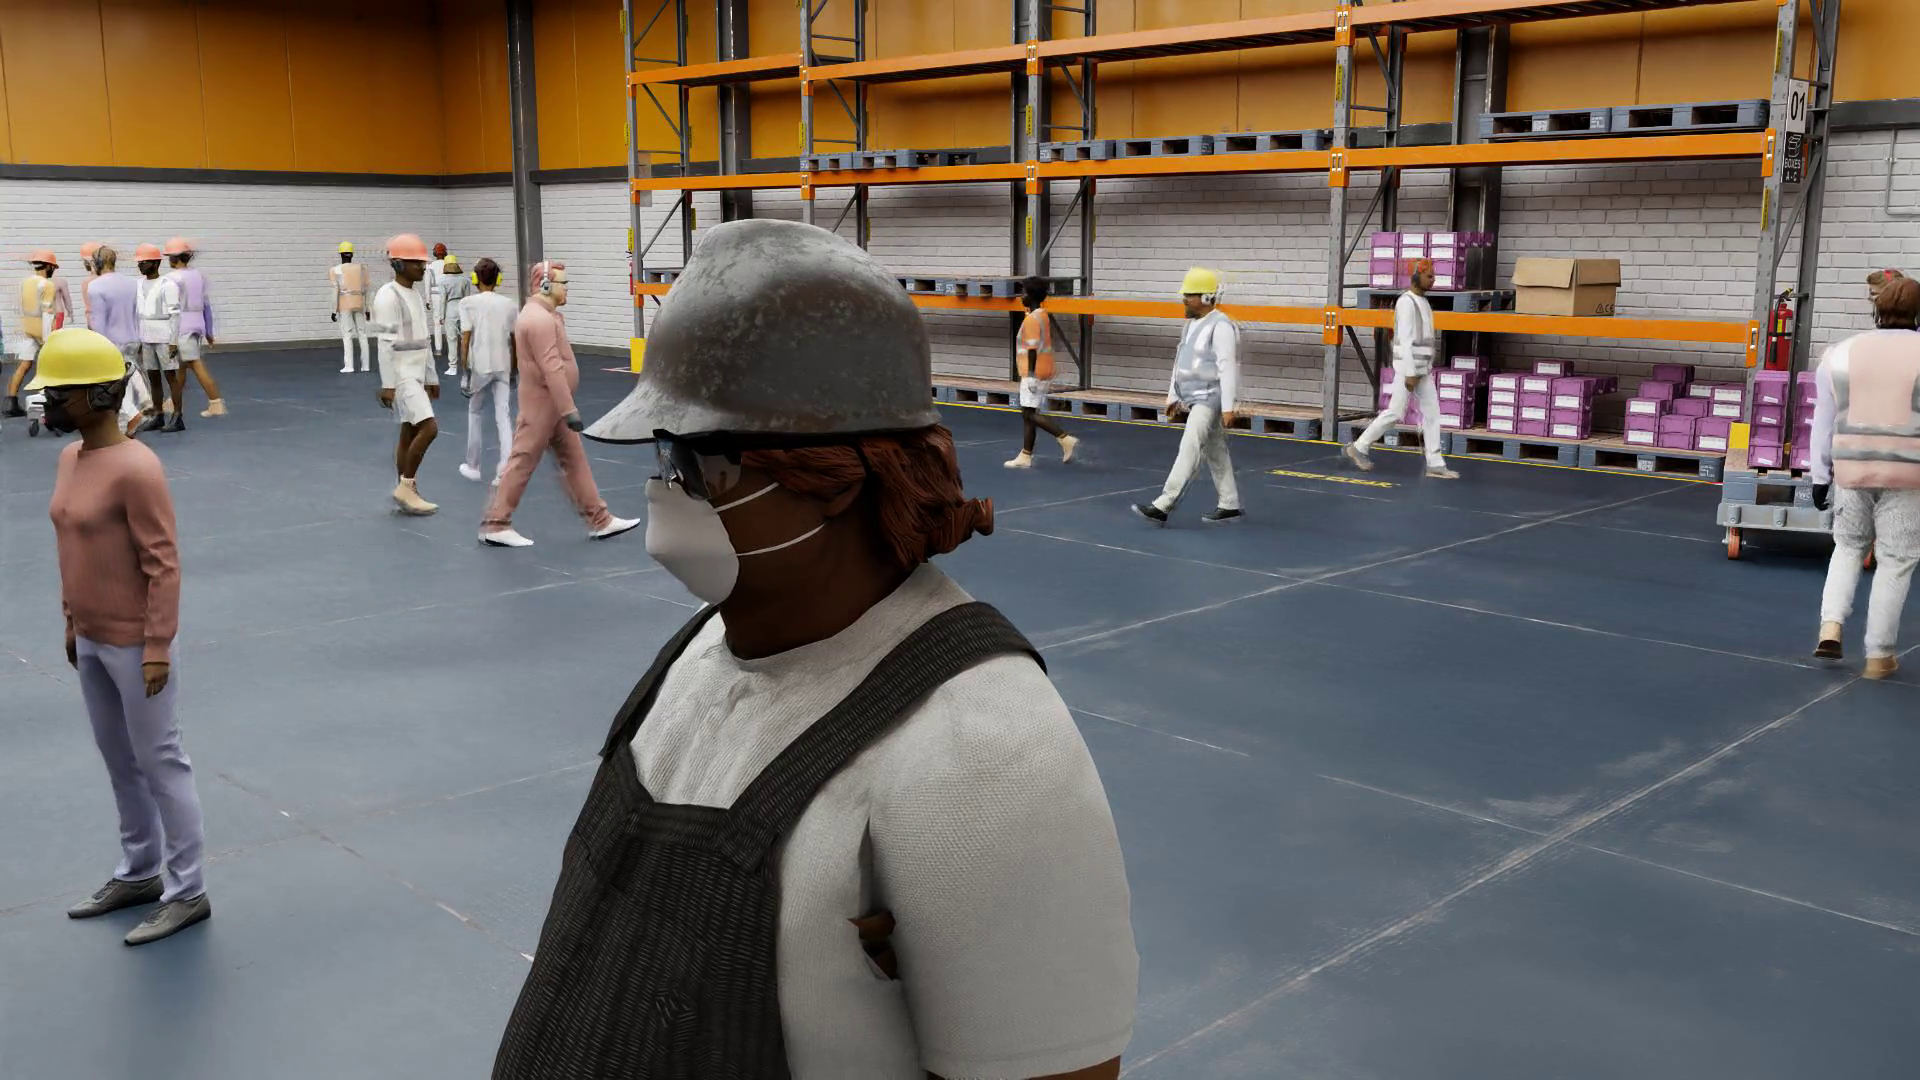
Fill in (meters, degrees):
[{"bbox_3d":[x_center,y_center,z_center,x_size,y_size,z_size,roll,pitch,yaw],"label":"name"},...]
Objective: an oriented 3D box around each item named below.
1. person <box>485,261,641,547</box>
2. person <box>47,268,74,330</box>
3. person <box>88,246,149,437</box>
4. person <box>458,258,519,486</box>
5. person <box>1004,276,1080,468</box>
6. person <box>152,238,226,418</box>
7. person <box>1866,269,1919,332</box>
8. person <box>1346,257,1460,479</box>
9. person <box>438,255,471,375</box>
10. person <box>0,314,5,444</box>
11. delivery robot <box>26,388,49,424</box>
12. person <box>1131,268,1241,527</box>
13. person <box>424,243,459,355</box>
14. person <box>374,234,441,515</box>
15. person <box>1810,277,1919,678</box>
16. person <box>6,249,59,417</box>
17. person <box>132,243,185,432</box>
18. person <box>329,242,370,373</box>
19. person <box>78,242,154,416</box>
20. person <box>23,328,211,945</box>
[{"bbox_3d":[-2.652,-0.875,10.828,1.012,1.855,0.640,-2,11,-10],"label":"person"},{"bbox_3d":[-13.606,-3.396,24.941,0.541,1.710,0.923,-3,11,-14],"label":"person"},{"bbox_3d":[-8.212,-1.896,16.212,0.489,1.922,0.624,2,11,11],"label":"person"},{"bbox_3d":[-3.861,-1.356,13.521,0.531,1.825,0.890,-6,12,-31],"label":"person"},{"bbox_3d":[0.710,-1.427,14.319,0.625,1.679,0.540,3,11,13],"label":"person"},{"bbox_3d":[-8.608,-2.333,18.422,1.036,1.987,0.626,3,11,14],"label":"person"},{"bbox_3d":[6.513,-0.962,11.450,0.641,1.796,0.862,-7,13,-35],"label":"person"},{"bbox_3d":[3.754,-1.450,13.997,0.931,1.853,0.583,8,13,36],"label":"person"},{"bbox_3d":[-7.372,-3.280,24.266,0.484,1.735,0.309,-9,13,-39],"label":"person"},{"bbox_3d":[-9.672,-1.762,16.348,0.504,1.600,0.847,-7,12,-32],"label":"person"},{"bbox_3d":[-9.214,-1.405,17.004,0.477,0.478,0.707,0,10,-1],"label":"delivery robot"},{"bbox_3d":[1.588,-0.979,11.559,0.906,1.785,0.624,-2,11,-12],"label":"person"},{"bbox_3d":[-8.748,-4.064,28.141,0.589,1.881,0.359,-4,11,-21],"label":"person"},{"bbox_3d":[-3.921,-1.170,11.959,0.480,2.026,0.646,0,10,2],"label":"person"},{"bbox_3d":[4.252,-0.275,7.627,0.439,1.831,0.639,-10,14,-44],"label":"person"},{"bbox_3d":[-10.389,-2.329,18.738,0.561,1.880,1.029,5,11,24],"label":"person"},{"bbox_3d":[-8.282,-2.074,17.137,0.547,1.938,0.359,4,11,20],"label":"person"},{"bbox_3d":[-8.999,-3.426,24.539,0.594,1.924,0.382,-10,14,-43],"label":"person"},{"bbox_3d":[-9.479,-2.335,18.527,0.992,1.959,0.620,3,11,17],"label":"person"},{"bbox_3d":[-2.433,0.279,4.773,0.533,1.767,0.326,8,13,37],"label":"person"}]
